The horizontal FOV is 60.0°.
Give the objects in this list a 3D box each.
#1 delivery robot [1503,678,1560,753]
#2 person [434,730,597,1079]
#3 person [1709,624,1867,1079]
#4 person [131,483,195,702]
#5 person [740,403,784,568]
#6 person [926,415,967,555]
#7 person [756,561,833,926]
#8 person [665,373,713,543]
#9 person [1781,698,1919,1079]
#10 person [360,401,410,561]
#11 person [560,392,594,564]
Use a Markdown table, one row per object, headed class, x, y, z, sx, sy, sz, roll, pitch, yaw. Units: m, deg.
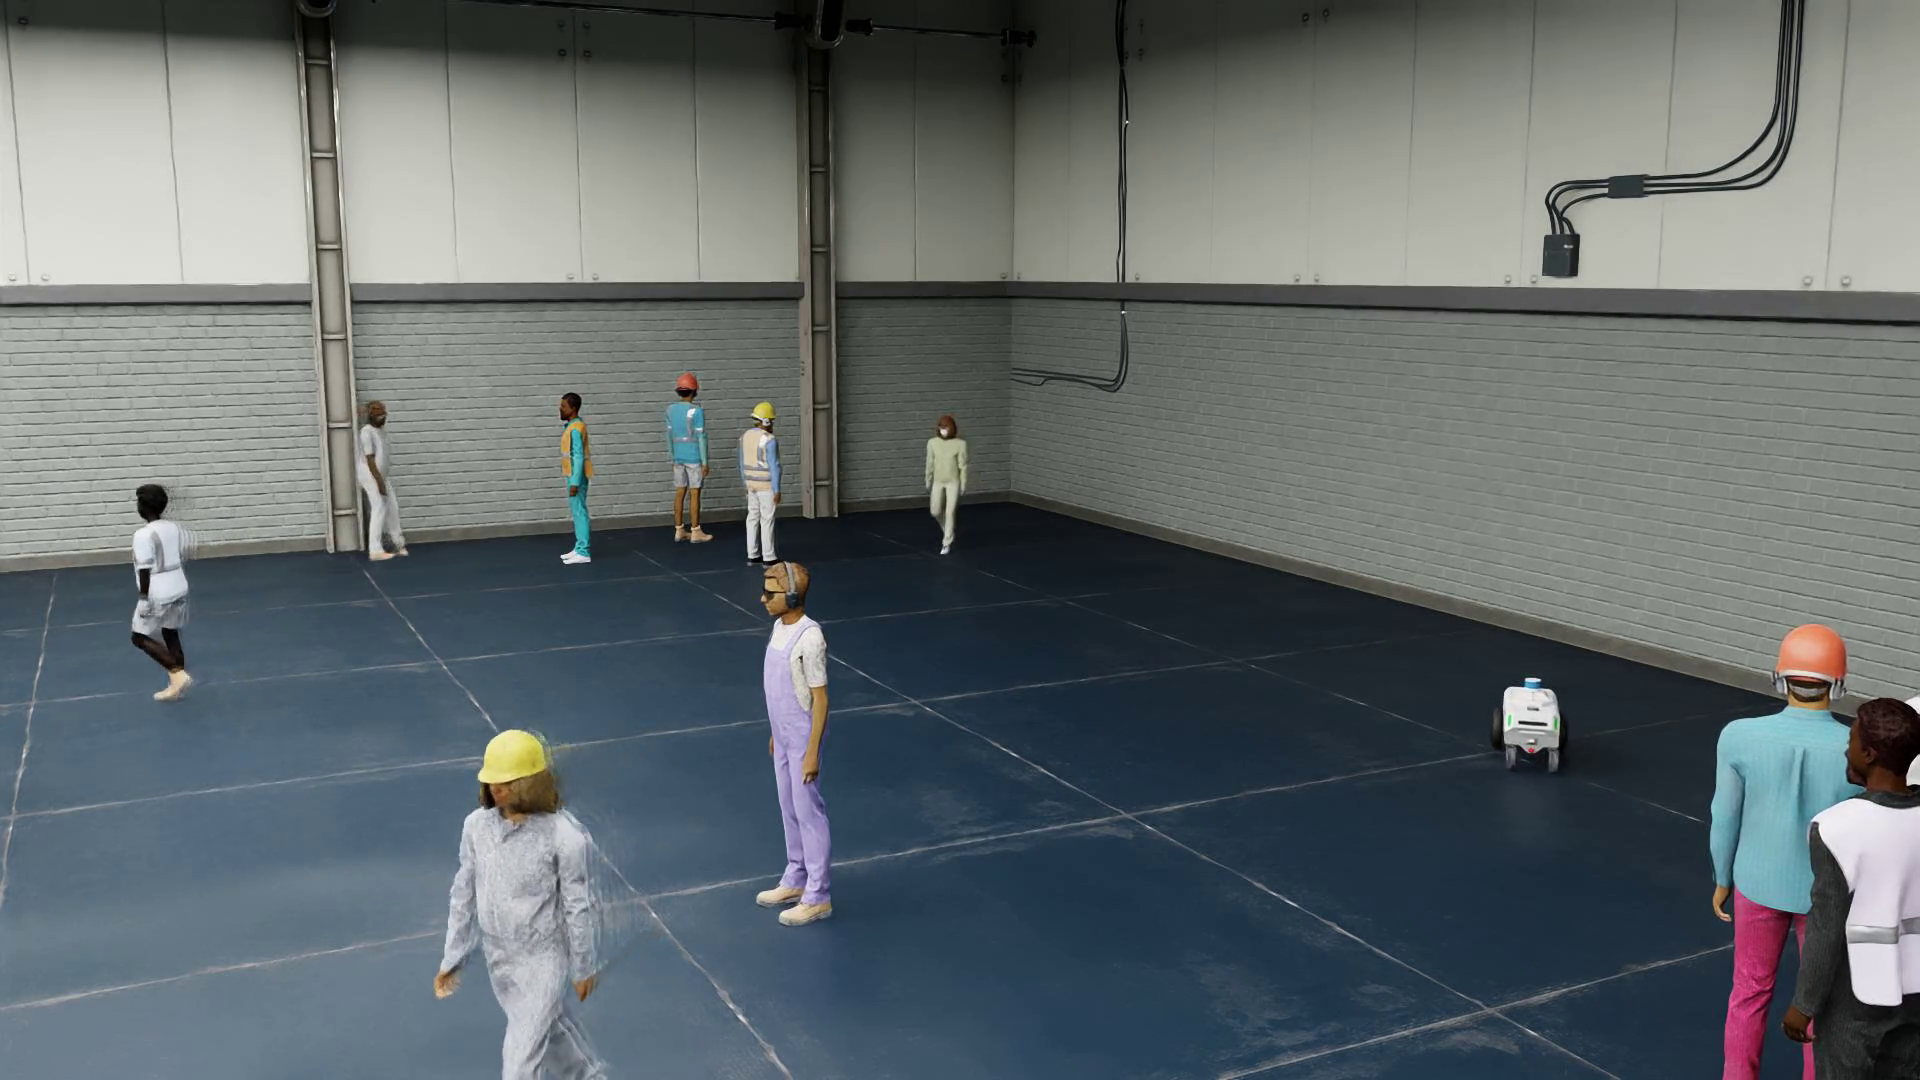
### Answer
| class | x | y | z | sx | sy | sz | roll | pitch | yaw |
| --- | --- | --- | --- | --- | --- | --- | --- | --- | --- |
| delivery robot | 3.819 | 1.166 | 11.120 | 0.477 | 0.478 | 0.707 | 3 | 10 | 17 |
| person | -1.536 | 1.480 | 5.965 | 0.497 | 1.700 | 0.908 | 5 | 10 | 26 |
| person | 3.110 | 1.295 | 6.182 | 0.612 | 1.997 | 0.375 | 6 | 11 | 33 |
| person | -6.031 | 0.416 | 12.542 | 0.372 | 1.685 | 0.549 | 1 | 9 | 5 |
| person | -2.173 | -0.604 | 18.398 | 0.403 | 1.827 | 0.599 | -9 | 13 | -44 |
| person | -0.146 | -0.656 | 19.337 | 0.516 | 1.618 | 0.455 | 3 | 10 | 18 |
| person | -0.831 | 1.012 | 8.392 | 0.326 | 1.843 | 0.517 | -5 | 10 | -27 |
| person | -3.260 | -0.984 | 20.082 | 0.614 | 2.042 | 0.373 | 6 | 11 | 35 |
| person | 2.977 | 1.456 | 5.427 | 0.591 | 1.922 | 0.391 | -3 | 10 | -18 |
| person | -6.567 | -0.676 | 18.880 | 0.403 | 1.821 | 0.584 | 1 | 9 | 7 |
| person | -4.318 | -0.699 | 18.707 | 0.393 | 1.922 | 0.591 | -3 | 10 | -16 |
